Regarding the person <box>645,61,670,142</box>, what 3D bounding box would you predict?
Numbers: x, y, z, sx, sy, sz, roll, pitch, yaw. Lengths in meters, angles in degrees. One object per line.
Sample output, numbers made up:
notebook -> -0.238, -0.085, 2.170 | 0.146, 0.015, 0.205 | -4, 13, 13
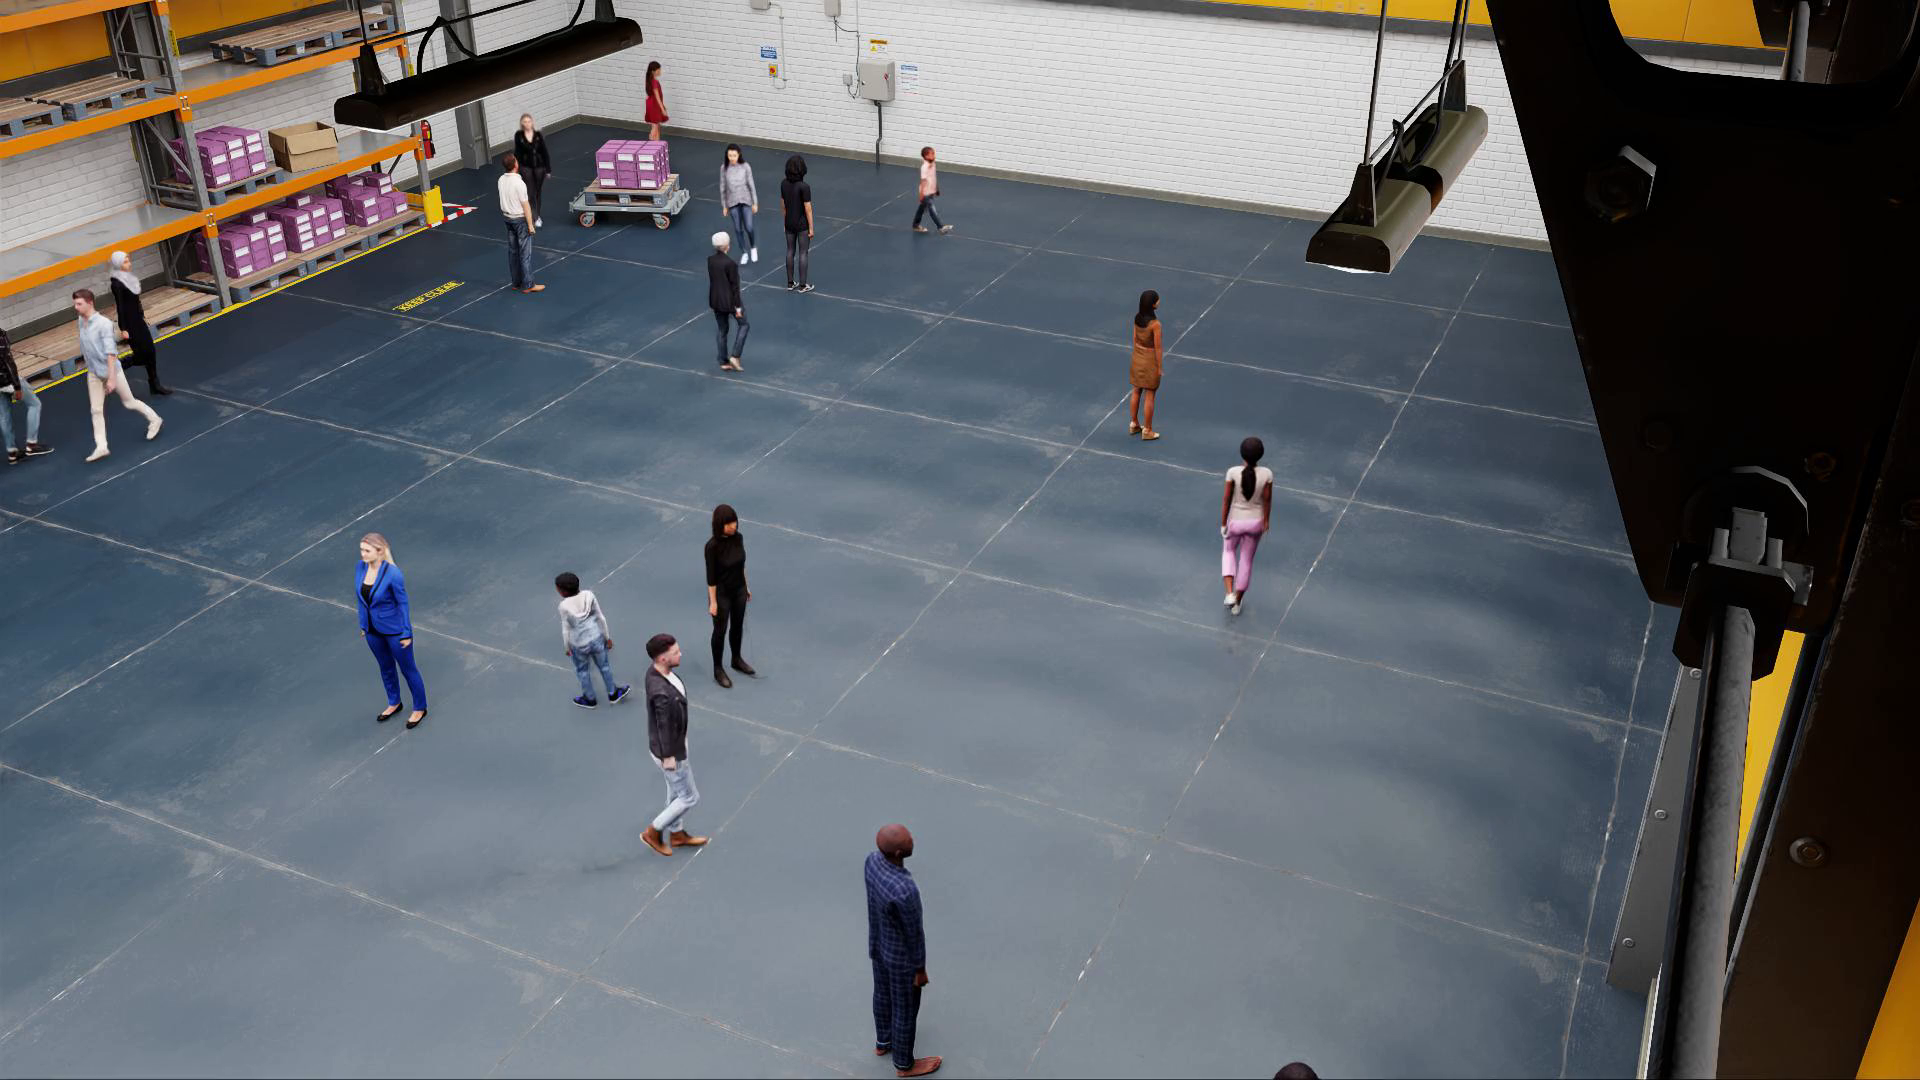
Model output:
person -> -5.172, -7.348, 28.187 | 0.952, 1.543, 0.878 | -17, 33, -28

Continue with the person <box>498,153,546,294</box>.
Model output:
person -> -5.910, -4.230, 22.144 | 0.721, 1.856, 0.659 | 22, 35, 34

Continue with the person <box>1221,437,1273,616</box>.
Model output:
person -> 2.513, -0.085, 14.679 | 0.661, 1.728, 0.716 | 4, 29, 7

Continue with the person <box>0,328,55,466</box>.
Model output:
person -> -10.107, -1.628, 17.428 | 0.706, 1.804, 0.696 | 9, 30, 15

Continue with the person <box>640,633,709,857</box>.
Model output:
person -> -2.117, 1.474, 11.718 | 0.906, 1.826, 0.840 | -6, 29, -11

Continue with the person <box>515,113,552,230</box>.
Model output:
person -> -6.353, -5.502, 24.680 | 1.018, 1.661, 1.063 | -11, 31, -19

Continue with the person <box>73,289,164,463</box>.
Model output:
person -> -9.025, -1.810, 17.748 | 0.697, 1.816, 1.197 | 10, 30, 18

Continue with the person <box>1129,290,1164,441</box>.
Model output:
person -> 2.021, -1.907, 18.058 | 0.652, 1.690, 0.637 | -19, 34, -31

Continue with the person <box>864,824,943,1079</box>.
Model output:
person -> -0.378, 2.435, 9.963 | 0.780, 1.819, 0.761 | -18, 33, -29

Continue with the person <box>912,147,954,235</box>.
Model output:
person -> -0.538, -5.103, 24.348 | 0.624, 1.278, 0.842 | 10, 30, 18

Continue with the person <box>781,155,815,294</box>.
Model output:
person -> -2.181, -4.214, 22.144 | 0.641, 1.827, 0.548 | 16, 32, 26

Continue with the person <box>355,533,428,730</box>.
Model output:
person -> -4.553, 0.705, 13.259 | 0.633, 1.700, 0.549 | 11, 30, 19

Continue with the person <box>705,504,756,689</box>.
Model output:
person -> -1.936, 0.429, 13.829 | 0.701, 1.640, 0.540 | 23, 36, 35

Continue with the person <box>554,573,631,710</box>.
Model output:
person -> -3.014, 0.812, 13.544 | 0.628, 1.241, 0.759 | -11, 30, -19

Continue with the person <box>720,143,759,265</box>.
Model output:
person -> -3.053, -4.710, 23.172 | 0.725, 1.714, 0.712 | 2, 29, 4

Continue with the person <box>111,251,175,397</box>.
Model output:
person -> -9.510, -2.416, 18.920 | 0.962, 1.758, 0.988 | -3, 29, -6

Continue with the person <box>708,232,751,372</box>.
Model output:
person -> -2.780, -2.761, 19.684 | 0.777, 1.764, 0.678 | 17, 33, 28
